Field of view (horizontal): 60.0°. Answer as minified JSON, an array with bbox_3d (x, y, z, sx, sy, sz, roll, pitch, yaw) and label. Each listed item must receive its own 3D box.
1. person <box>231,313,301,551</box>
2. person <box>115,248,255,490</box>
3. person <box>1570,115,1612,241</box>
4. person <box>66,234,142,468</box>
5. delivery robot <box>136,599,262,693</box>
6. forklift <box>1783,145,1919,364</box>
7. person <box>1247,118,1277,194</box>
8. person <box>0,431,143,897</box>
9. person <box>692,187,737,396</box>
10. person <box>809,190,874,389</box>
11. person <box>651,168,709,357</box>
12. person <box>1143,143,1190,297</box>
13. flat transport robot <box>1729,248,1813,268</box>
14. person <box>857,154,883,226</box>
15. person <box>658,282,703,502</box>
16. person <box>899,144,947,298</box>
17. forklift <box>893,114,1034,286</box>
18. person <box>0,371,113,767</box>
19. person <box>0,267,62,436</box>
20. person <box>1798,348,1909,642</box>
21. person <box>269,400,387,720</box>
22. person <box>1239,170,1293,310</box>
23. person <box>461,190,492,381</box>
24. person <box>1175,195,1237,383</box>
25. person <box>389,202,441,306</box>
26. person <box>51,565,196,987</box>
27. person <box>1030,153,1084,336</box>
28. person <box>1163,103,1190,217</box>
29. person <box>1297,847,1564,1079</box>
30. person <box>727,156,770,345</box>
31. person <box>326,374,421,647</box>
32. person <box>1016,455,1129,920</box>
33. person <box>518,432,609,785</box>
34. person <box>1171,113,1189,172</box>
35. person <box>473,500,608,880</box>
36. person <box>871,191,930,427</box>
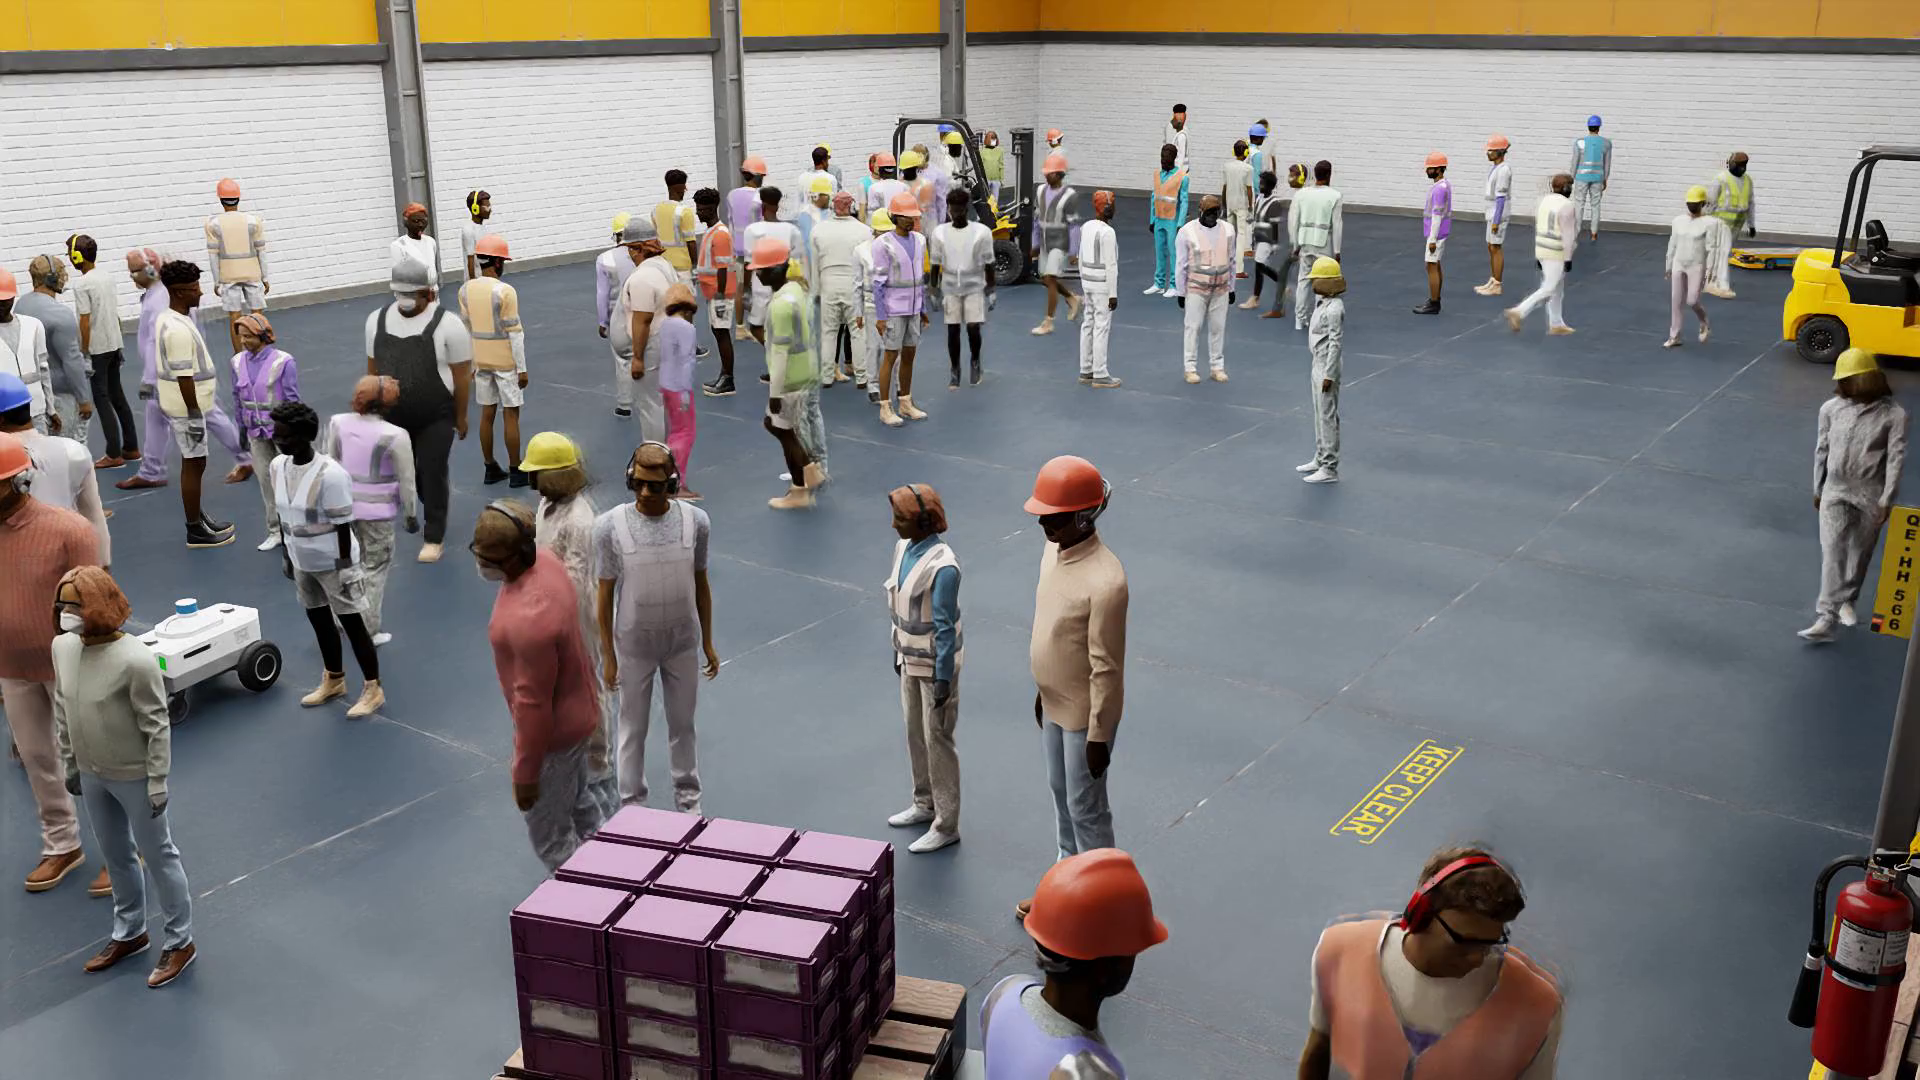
[{"bbox_3d":[-4.610,-0.713,11.150,0.524,1.631,0.313,5,18,16],"label":"person"},{"bbox_3d":[-5.941,-1.300,12.660,1.021,1.852,0.650,-10,20,-27],"label":"person"},{"bbox_3d":[9.934,-5.710,26.273,0.605,1.944,0.402,3,18,9],"label":"person"},{"bbox_3d":[-6.847,-1.497,13.246,0.332,1.857,0.528,1,18,3],"label":"person"},{"bbox_3d":[-4.055,0.552,8.781,0.477,0.478,0.707,7,19,21],"label":"delivery robot"},{"bbox_3d":[9.803,-2.879,17.013,2.313,2.155,1.214,12,21,33],"label":"forklift"},{"bbox_3d":[4.897,-5.945,27.169,0.531,1.848,0.623,-1,18,-3],"label":"person"},{"bbox_3d":[-3.748,0.507,6.780,0.627,1.980,0.410,2,18,6],"label":"person"},{"bbox_3d":[-2.310,-2.353,15.761,0.384,1.956,0.607,-5,19,-16],"label":"person"},{"bbox_3d":[-1.116,-2.406,16.024,0.638,1.899,0.398,2,18,7],"label":"person"},{"bbox_3d":[-2.946,-2.893,17.427,0.604,1.964,0.367,13,22,36],"label":"person"},{"bbox_3d":[2.653,-4.068,21.178,0.393,1.919,0.589,-14,23,-37],"label":"person"},{"bbox_3d":[11.708,-4.026,23.711,1.431,0.197,0.652,-1,18,-4],"label":"flat transport robot"},{"bbox_3d":[-1.055,-3.863,20.654,0.374,1.843,0.569,13,22,36],"label":"person"},{"bbox_3d":[-2.090,-1.104,12.405,0.406,1.604,0.608,-11,21,-31],"label":"person"},{"bbox_3d":[-0.472,-4.050,21.115,0.636,1.929,0.382,5,18,16],"label":"person"},{"bbox_3d":[-0.171,-4.594,22.377,2.313,2.155,1.214,1,18,3],"label":"forklift"},{"bbox_3d":[-4.418,0.134,8.022,0.458,1.929,0.602,12,21,34],"label":"person"},{"bbox_3d":[-6.299,-0.861,11.123,0.376,1.934,0.547,12,21,33],"label":"person"},{"bbox_3d":[5.156,-0.257,9.636,0.484,1.684,0.816,12,21,32],"label":"person"},{"bbox_3d":[-3.277,0.102,8.522,0.545,1.685,0.328,10,20,28],"label":"person"},{"bbox_3d":[3.790,-3.663,20.292,0.707,1.674,0.536,-4,18,-11],"label":"person"},{"bbox_3d":[-4.691,-2.492,16.352,0.326,1.860,0.514,1,18,4],"label":"person"},{"bbox_3d":[2.403,-2.448,16.261,0.636,1.833,0.429,-5,18,-16],"label":"person"},{"bbox_3d":[-4.905,-2.114,15.125,0.360,1.882,0.575,6,19,18],"label":"person"},{"bbox_3d":[-3.134,0.872,6.181,0.501,1.636,0.280,7,19,20],"label":"person"},{"bbox_3d":[1.120,-3.344,18.750,0.807,2.023,0.622,-14,23,-38],"label":"person"},{"bbox_3d":[3.807,-6.654,29.191,0.366,1.965,0.607,-13,22,-34],"label":"person"},{"bbox_3d":[1.004,1.538,3.843,0.608,1.790,0.926,8,20,25],"label":"person"},{"bbox_3d":[-2.246,-3.152,18.137,0.619,2.028,0.409,12,22,34],"label":"person"},{"bbox_3d":[-3.348,-0.156,9.448,0.593,1.609,0.375,7,19,22],"label":"person"},{"bbox_3d":[0.424,0.634,6.368,0.407,1.986,0.612,-6,19,-17],"label":"person"},{"bbox_3d":[-1.833,0.346,7.670,0.387,1.730,0.491,-13,22,-36],"label":"person"},{"bbox_3d":[3.664,-6.223,27.978,0.356,1.882,0.574,1,18,5],"label":"person"},{"bbox_3d":[-1.520,0.717,6.257,0.468,1.894,0.765,-2,18,-6],"label":"person"},{"bbox_3d":[-0.487,-2.021,14.576,0.391,2.040,0.615,16,24,40],"label":"person"}]
